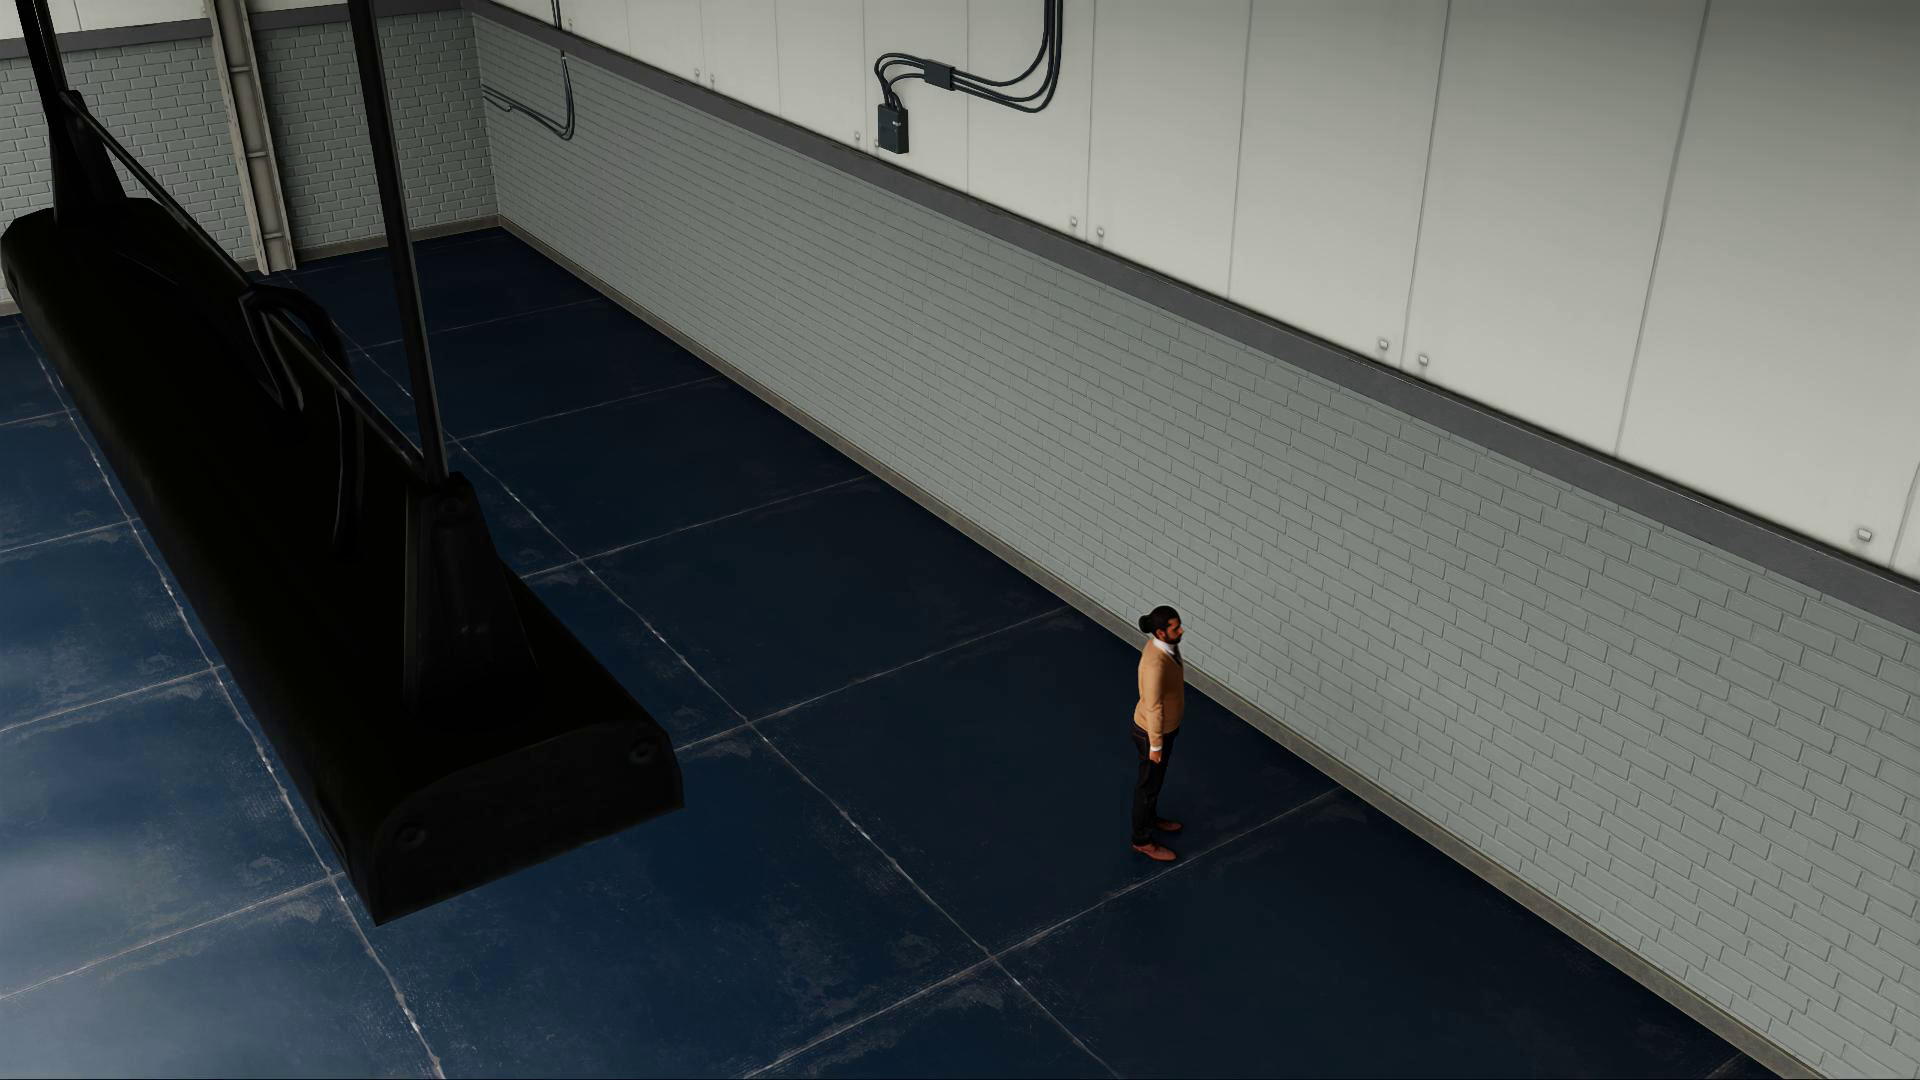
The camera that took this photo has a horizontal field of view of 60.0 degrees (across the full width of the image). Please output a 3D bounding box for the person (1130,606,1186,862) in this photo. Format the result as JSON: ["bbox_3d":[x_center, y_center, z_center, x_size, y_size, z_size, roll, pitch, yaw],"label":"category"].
[{"bbox_3d":[1.238,1.179,10.456,0.814,1.755,0.740,7,29,12],"label":"person"}]
